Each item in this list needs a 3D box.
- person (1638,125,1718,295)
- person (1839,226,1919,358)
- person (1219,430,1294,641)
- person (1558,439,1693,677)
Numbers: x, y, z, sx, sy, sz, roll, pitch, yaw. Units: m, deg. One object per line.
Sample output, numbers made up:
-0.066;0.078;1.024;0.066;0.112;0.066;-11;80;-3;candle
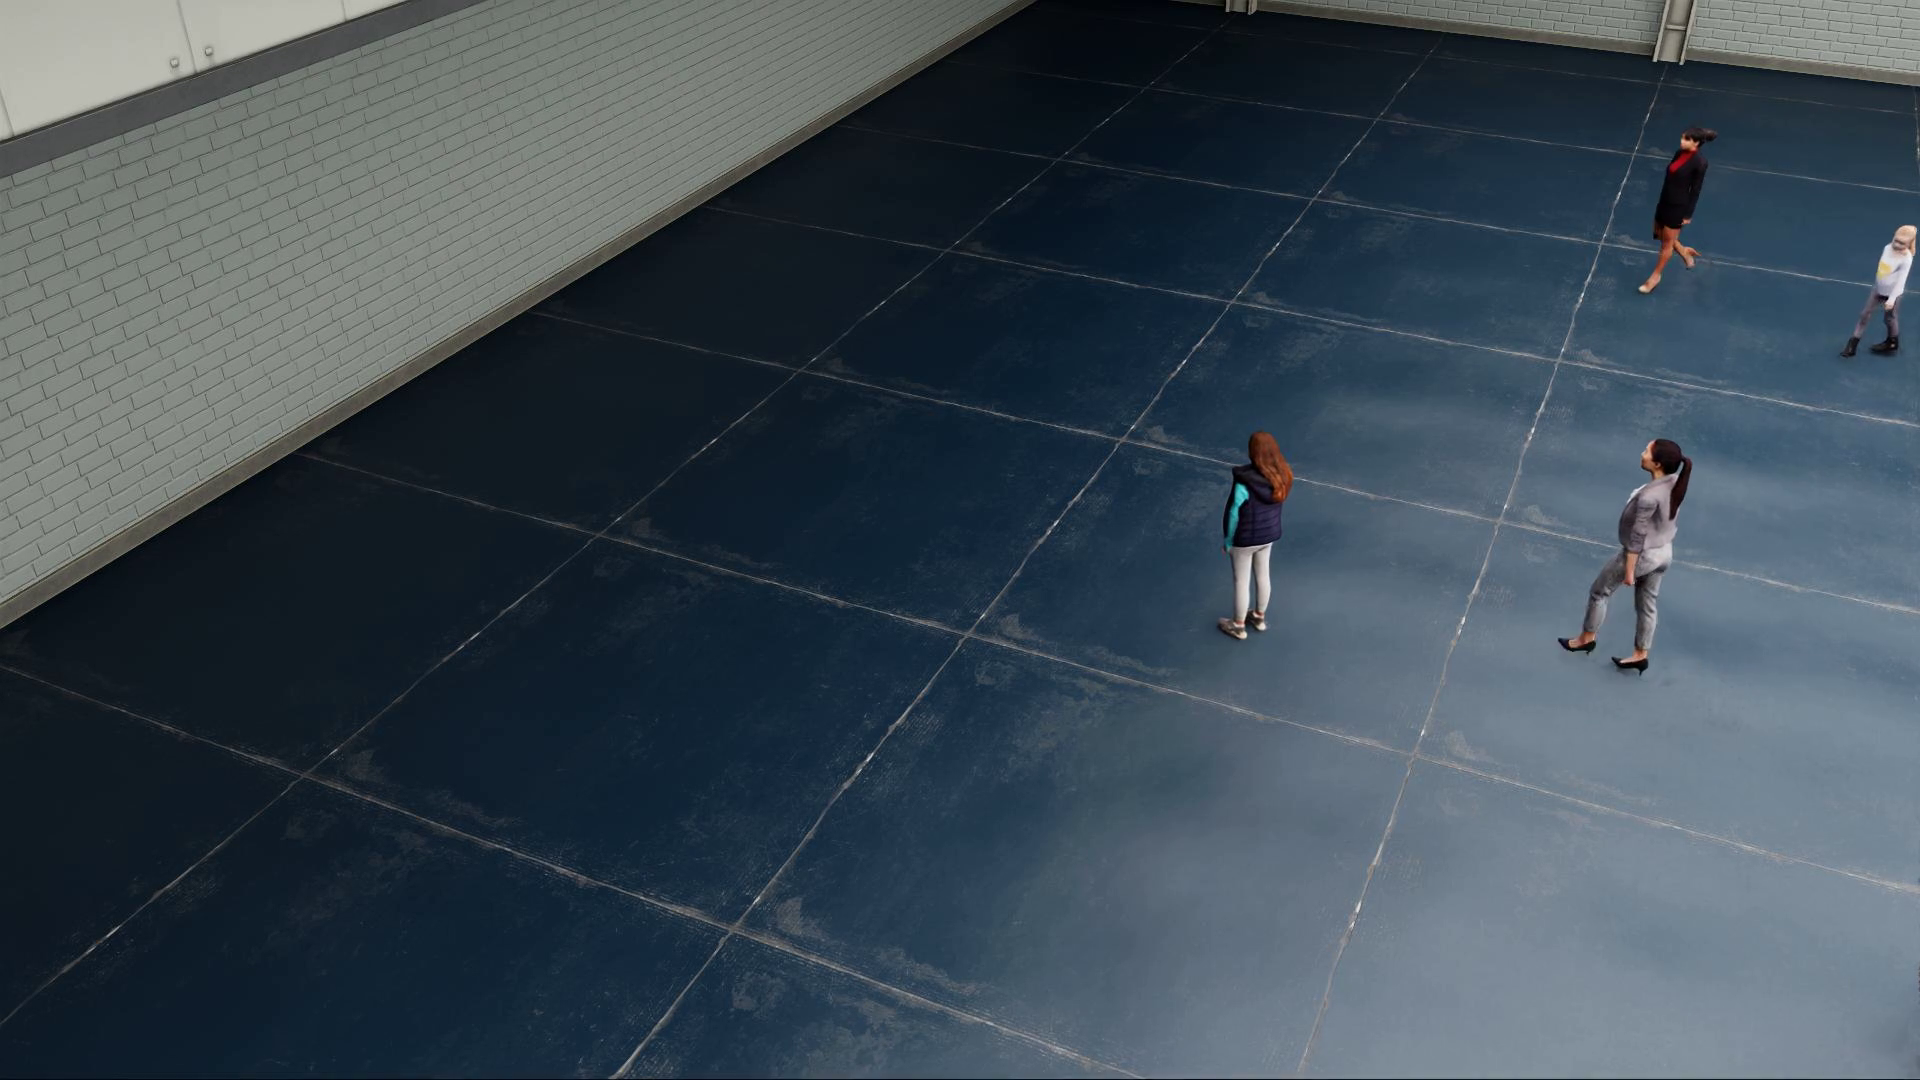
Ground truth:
6.758;-3.091;15.593;0.935;1.624;0.848;-8;33;-12;person
8.107;-2.156;14.476;0.939;1.234;0.878;-7;33;-11;person
1.922;-0.039;10.872;0.676;1.500;0.718;-20;37;-29;person
4.351;0.156;10.413;0.811;1.659;0.915;-22;38;-30;person
